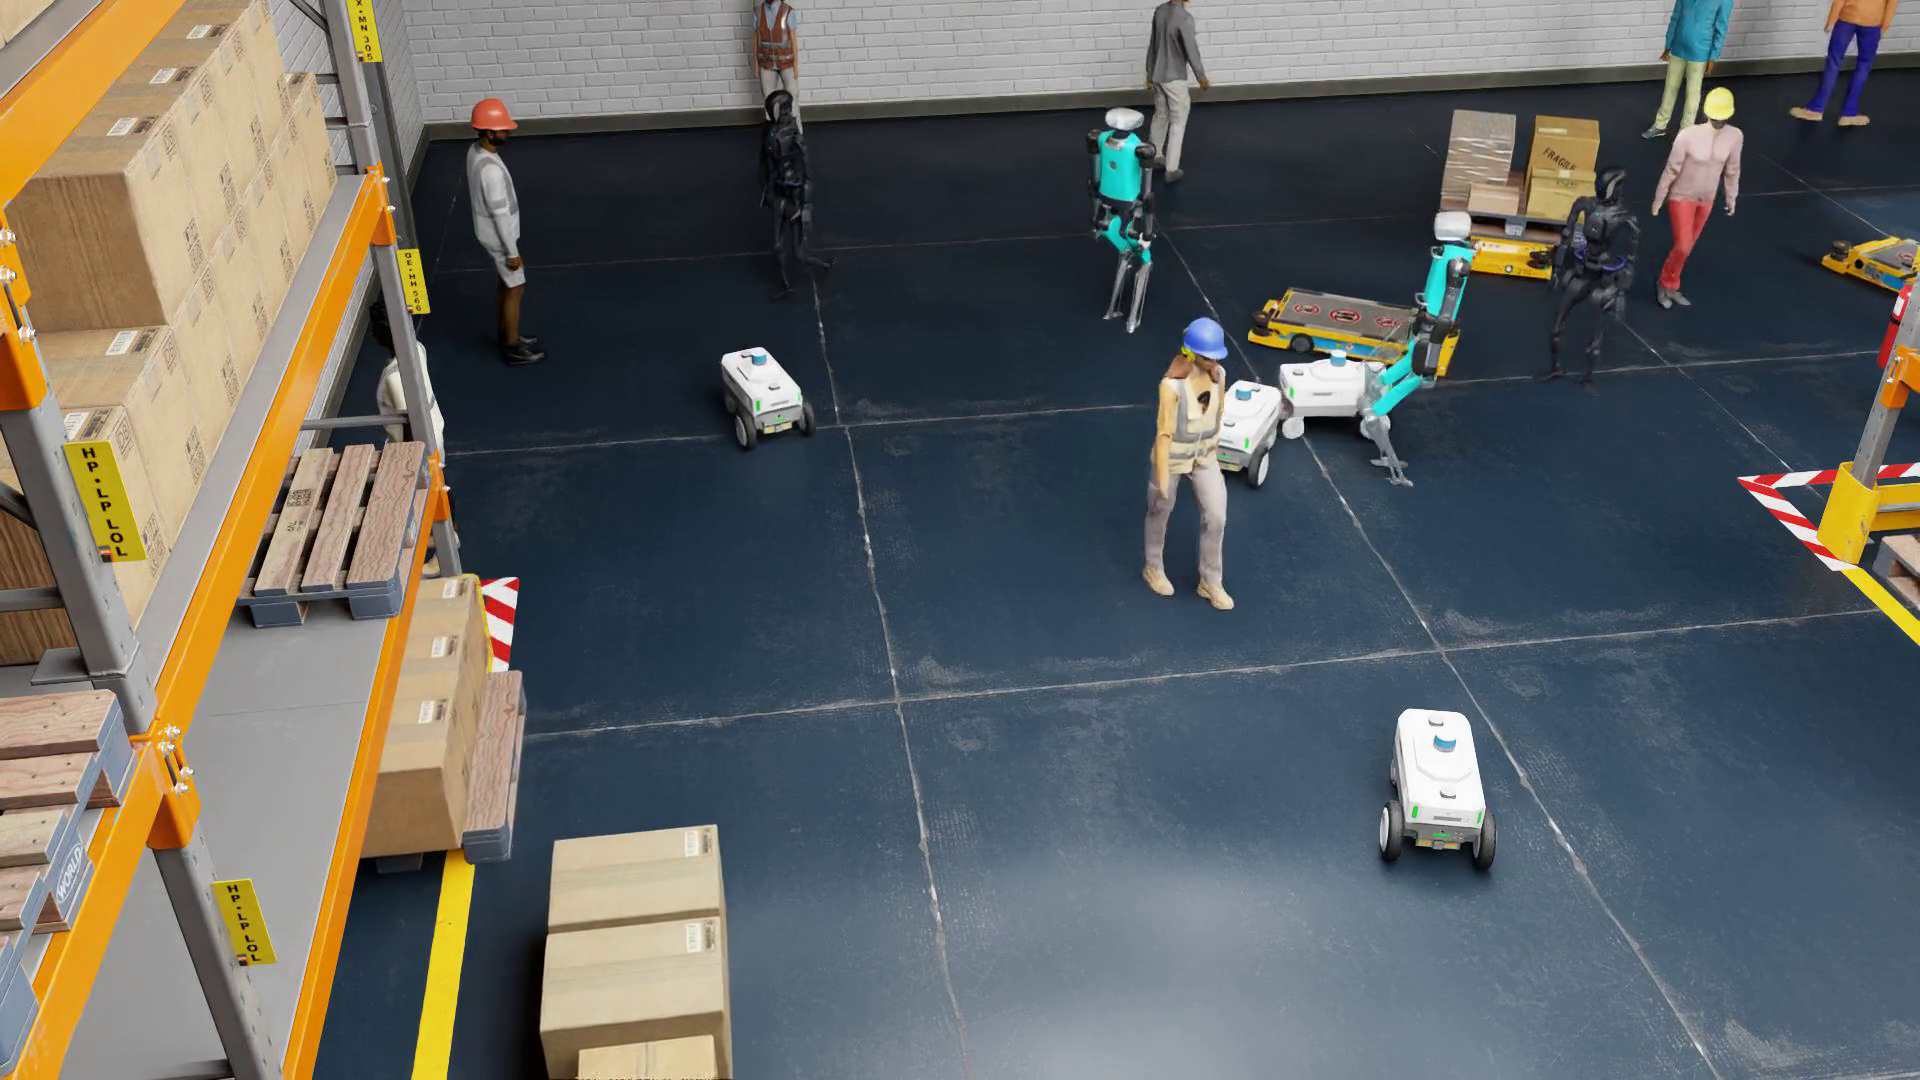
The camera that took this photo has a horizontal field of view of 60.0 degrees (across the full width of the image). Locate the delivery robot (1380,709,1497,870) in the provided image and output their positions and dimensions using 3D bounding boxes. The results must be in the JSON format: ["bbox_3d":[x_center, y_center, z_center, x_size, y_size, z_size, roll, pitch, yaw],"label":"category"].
[{"bbox_3d":[2.244,1.156,7.824,0.499,0.599,0.784,4,33,6],"label":"delivery robot"}]

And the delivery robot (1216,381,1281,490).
[{"bbox_3d":[1.800,-0.722,10.689,0.499,0.586,0.780,15,36,22],"label":"delivery robot"}]

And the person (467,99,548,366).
[{"bbox_3d":[-3.178,-2.132,11.612,0.386,1.923,0.546,-15,36,-21],"label":"person"}]

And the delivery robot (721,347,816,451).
[{"bbox_3d":[-1.319,-0.984,11.090,0.499,0.585,0.777,-15,36,-22],"label":"delivery robot"}]

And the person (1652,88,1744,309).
[{"bbox_3d":[5.472,-2.531,12.379,0.609,1.735,0.443,-8,34,-12],"label":"person"}]

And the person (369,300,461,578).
[{"bbox_3d":[-3.089,-0.577,9.429,0.320,1.697,0.532,-5,33,-7],"label":"person"}]

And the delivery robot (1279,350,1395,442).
[{"bbox_3d":[2.498,-0.985,11.086,0.774,0.579,0.499,-2,33,-2],"label":"delivery robot"}]

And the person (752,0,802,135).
[{"bbox_3d":[-1.683,-4.374,15.261,0.425,1.679,0.320,5,33,8],"label":"person"}]

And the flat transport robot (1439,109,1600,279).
[{"bbox_3d":[4.558,-2.547,13.755,0.659,0.231,1.431,9,34,14],"label":"flat transport robot"}]

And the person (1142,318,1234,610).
[{"bbox_3d":[1.270,-0.383,9.084,0.490,1.754,0.709,-15,36,-21],"label":"person"}]

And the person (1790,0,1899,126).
[{"bbox_3d":[8.567,-4.967,15.950,0.705,1.940,0.386,14,36,21],"label":"person"}]

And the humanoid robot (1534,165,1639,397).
[{"bbox_3d":[4.295,-1.761,11.278,0.388,1.647,0.612,-23,40,-31],"label":"humanoid robot"}]

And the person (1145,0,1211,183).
[{"bbox_3d":[1.866,-4.096,14.659,0.490,1.878,0.587,-17,37,-24],"label":"person"}]

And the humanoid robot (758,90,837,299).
[{"bbox_3d":[-1.254,-2.641,12.619,0.566,1.631,0.611,-28,43,-36],"label":"humanoid robot"}]

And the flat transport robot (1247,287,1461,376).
[{"bbox_3d":[2.896,-1.538,12.210,1.431,0.231,0.659,13,35,19],"label":"flat transport robot"}]

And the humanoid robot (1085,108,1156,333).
[{"bbox_3d":[1.264,-2.324,12.078,0.541,1.779,0.796,21,39,29],"label":"humanoid robot"}]

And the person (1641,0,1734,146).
[{"bbox_3d":[6.793,-4.556,15.479,0.336,1.746,0.562,-21,38,-28],"label":"person"}]

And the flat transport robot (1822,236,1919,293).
[{"bbox_3d":[7.572,-2.033,12.968,0.659,0.231,1.431,-17,37,-24],"label":"flat transport robot"}]

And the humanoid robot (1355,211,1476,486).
[{"bbox_3d":[2.729,-1.172,10.312,0.664,1.806,0.534,4,33,6],"label":"humanoid robot"}]
